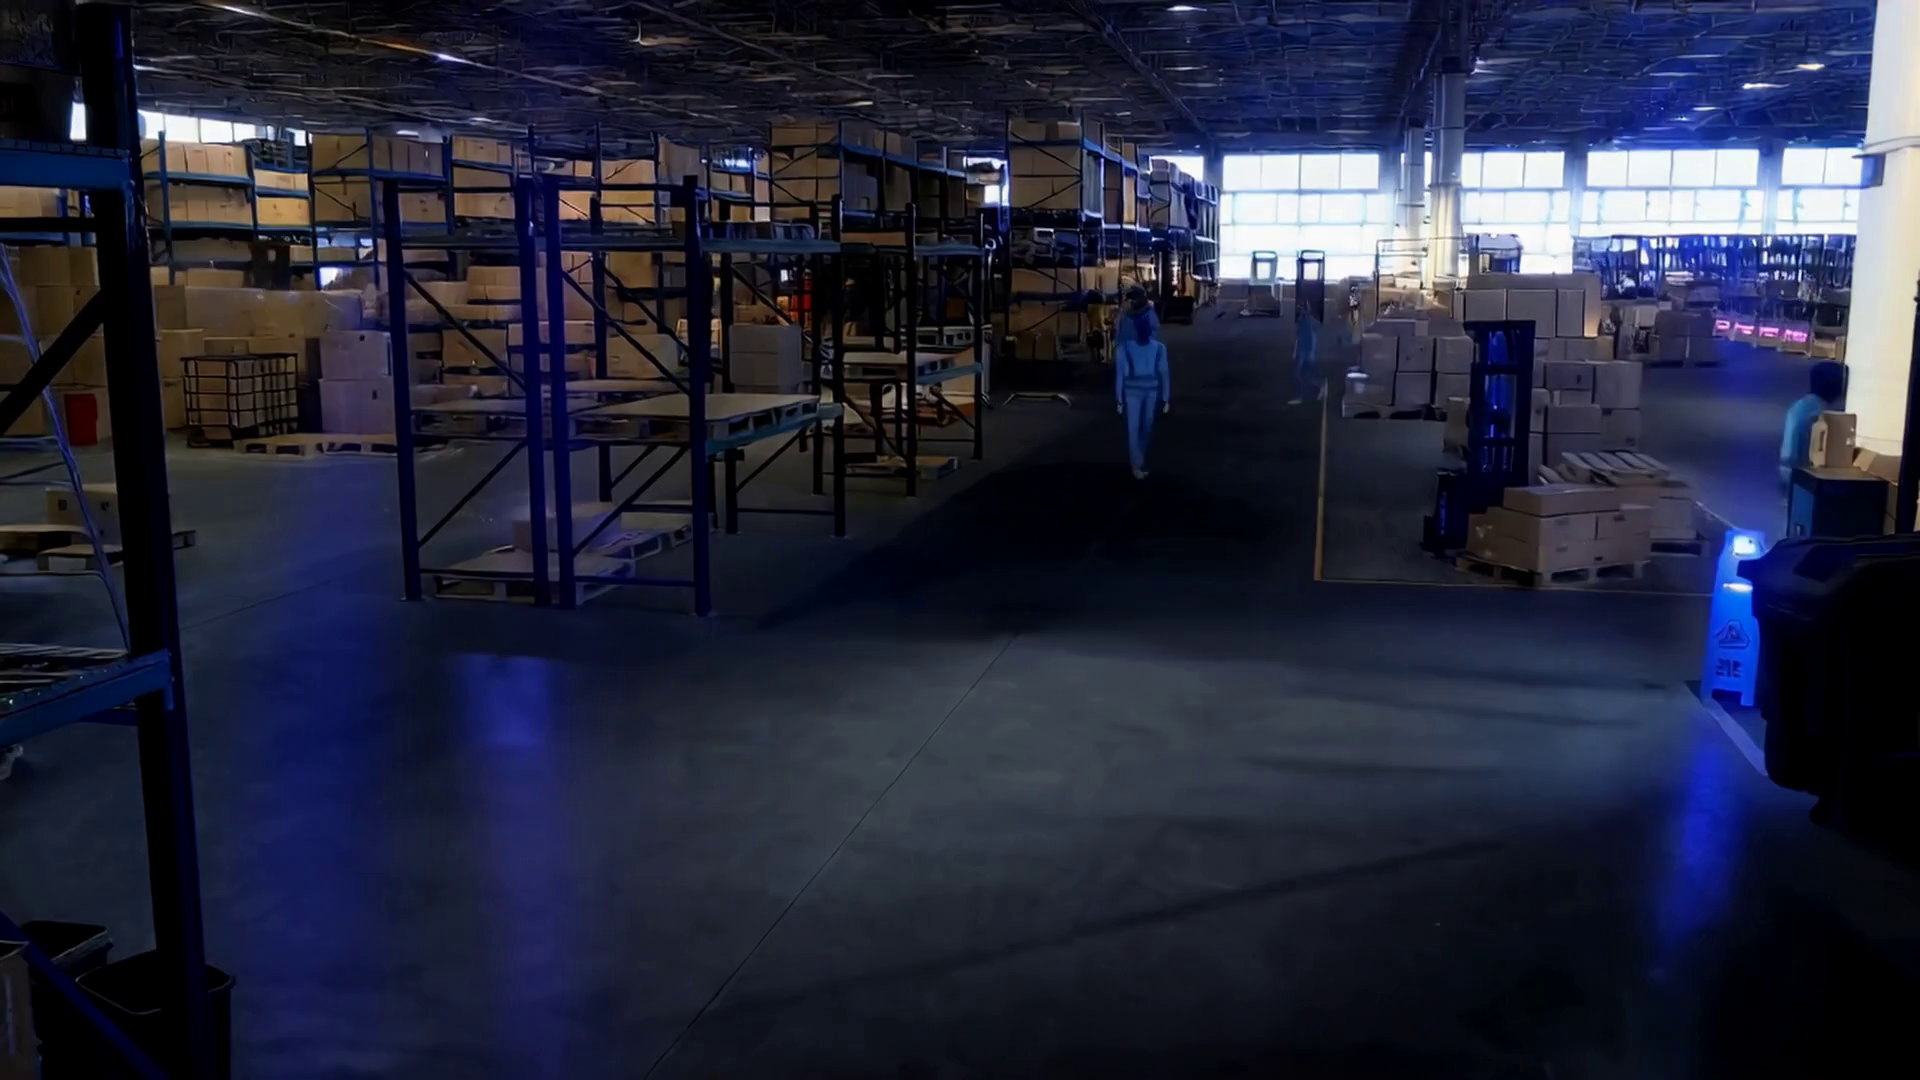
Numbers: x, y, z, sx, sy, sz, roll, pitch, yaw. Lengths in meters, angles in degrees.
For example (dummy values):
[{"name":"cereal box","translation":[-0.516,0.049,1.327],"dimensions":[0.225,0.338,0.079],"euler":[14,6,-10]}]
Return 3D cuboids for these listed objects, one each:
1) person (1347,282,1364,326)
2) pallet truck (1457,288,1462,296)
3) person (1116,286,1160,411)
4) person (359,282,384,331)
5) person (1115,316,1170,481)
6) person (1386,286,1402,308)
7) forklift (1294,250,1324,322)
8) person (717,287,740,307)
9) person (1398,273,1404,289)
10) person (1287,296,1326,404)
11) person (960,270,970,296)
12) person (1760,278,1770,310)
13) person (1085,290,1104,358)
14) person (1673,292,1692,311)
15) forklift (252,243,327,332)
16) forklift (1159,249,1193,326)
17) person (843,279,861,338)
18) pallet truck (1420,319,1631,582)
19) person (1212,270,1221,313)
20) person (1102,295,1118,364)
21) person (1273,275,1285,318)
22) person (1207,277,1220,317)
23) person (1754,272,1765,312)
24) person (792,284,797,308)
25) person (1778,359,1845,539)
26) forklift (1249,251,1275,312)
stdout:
[{"name":"person","translation":[14.153,-8.391,59.592],"dimensions":[0.597,1.633,0.535],"euler":[7,12,35]},{"name":"pallet truck","translation":[20.506,-9.785,68.819],"dimensions":[0.653,1.274,1.630],"euler":[2,10,12]},{"name":"person","translation":[2.844,-3.079,26.920],"dimensions":[0.673,2.000,0.536],"euler":[5,11,29]},{"name":"person","translation":[-14.705,-5.498,41.640],"dimensions":[0.587,1.911,0.397],"euler":[-5,11,-26]},{"name":"person","translation":[2.073,-1.589,18.729],"dimensions":[0.580,1.828,0.992],"euler":[-2,10,-9]},{"name":"person","translation":[9.430,-4.617,36.471],"dimensions":[0.972,1.884,0.571],"euler":[1,10,5]},{"name":"forklift","translation":[13.778,-10.002,65.433],"dimensions":[1.129,2.768,1.873],"euler":[2,10,12]},{"name":"person","translation":[-6.182,-5.951,44.538],"dimensions":[0.645,1.832,0.504],"euler":[3,10,16]},{"name":"person","translation":[16.824,-9.232,63.662],"dimensions":[0.378,1.936,0.548],"euler":[1,10,7]},{"name":"person","translation":[5.983,-3.268,28.620],"dimensions":[0.738,1.850,0.526],"euler":[-3,10,-17]},{"name":"person","translation":[0.252,-12.540,83.273],"dimensions":[0.542,1.931,0.376],"euler":[-2,10,-12]},{"name":"person","translation":[31.757,-9.487,65.800],"dimensions":[0.905,1.724,0.533],"euler":[0,10,1]},{"name":"person","translation":[3.373,-5.416,41.781],"dimensions":[0.533,1.697,0.318],"euler":[7,12,37]},{"name":"person","translation":[19.660,-5.970,45.354],"dimensions":[0.507,1.599,0.812],"euler":[1,10,9]},{"name":"forklift","translation":[-14.987,-5.103,36.426],"dimensions":[1.873,2.768,1.129],"euler":[2,10,12]},{"name":"forklift","translation":[7.646,-9.320,61.395],"dimensions":[1.873,2.768,1.129],"euler":[2,10,11]},{"name":"person","translation":[-2.774,-5.527,41.602],"dimensions":[0.610,1.983,0.410],"euler":[-3,10,-15]},{"name":"pallet truck","translation":[4.543,-0.757,13.299],"dimensions":[0.823,1.965,1.885],"euler":[-4,10,-22]},{"name":"person","translation":[11.802,-11.425,76.477],"dimensions":[0.396,1.993,0.618],"euler":[-1,10,-5]},{"name":"person","translation":[3.549,-4.977,39.348],"dimensions":[0.311,1.639,0.513],"euler":[-7,12,-36]},{"name":"person","translation":[13.446,-10.277,70.205],"dimensions":[0.404,1.826,0.593],"euler":[-6,12,-34]},{"name":"person","translation":[10.942,-10.483,71.709],"dimensions":[0.565,1.718,0.904],"euler":[2,10,12]},{"name":"person","translation":[34.023,-10.455,70.986],"dimensions":[0.979,1.899,0.606],"euler":[6,11,32]},{"name":"person","translation":[-6.966,-10.205,70.398],"dimensions":[0.507,1.611,0.721],"euler":[3,10,16]},{"name":"person","translation":[5.801,-0.283,11.055],"dimensions":[0.846,1.810,0.643],"euler":[2,10,14]},{"name":"forklift","translation":[13.597,-11.534,74.509],"dimensions":[1.129,2.768,1.873],"euler":[2,10,12]}]
